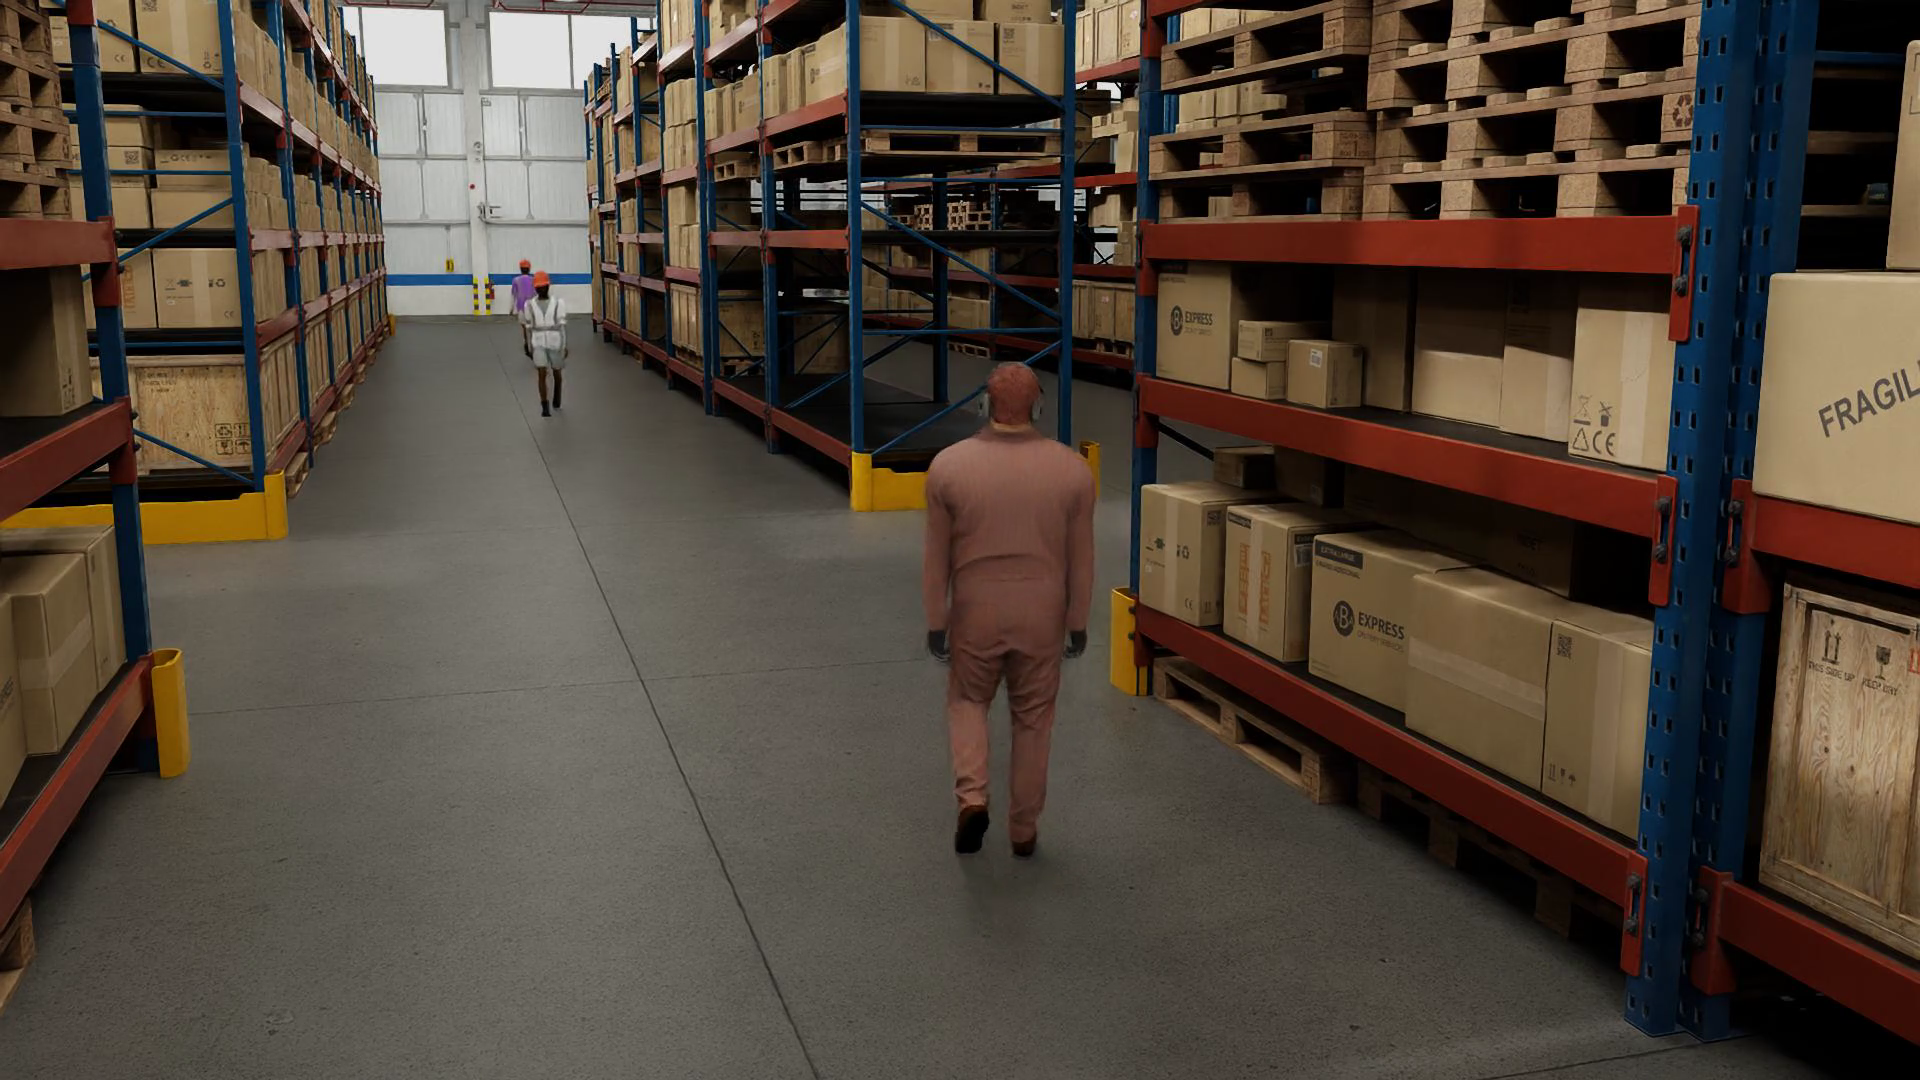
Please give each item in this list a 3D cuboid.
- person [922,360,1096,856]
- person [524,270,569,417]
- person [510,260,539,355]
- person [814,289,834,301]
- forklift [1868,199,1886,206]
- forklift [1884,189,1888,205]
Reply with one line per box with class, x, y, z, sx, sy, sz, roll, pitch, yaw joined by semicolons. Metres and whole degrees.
person;0.183;0.284;6.225;0.644;1.897;0.487;0;10;0
person;-5.456;-2.604;21.987;0.562;1.918;0.696;-2;10;-10
person;-8.676;-4.643;33.262;0.561;1.895;0.989;-6;12;-28
person;-3.504;-6.278;42.777;0.526;1.678;0.902;0;10;-1
forklift;11.338;-2.915;21.052;1.129;2.768;1.873;-3;11;-17
forklift;9.662;-2.123;16.708;1.129;2.768;1.873;-3;11;-17
